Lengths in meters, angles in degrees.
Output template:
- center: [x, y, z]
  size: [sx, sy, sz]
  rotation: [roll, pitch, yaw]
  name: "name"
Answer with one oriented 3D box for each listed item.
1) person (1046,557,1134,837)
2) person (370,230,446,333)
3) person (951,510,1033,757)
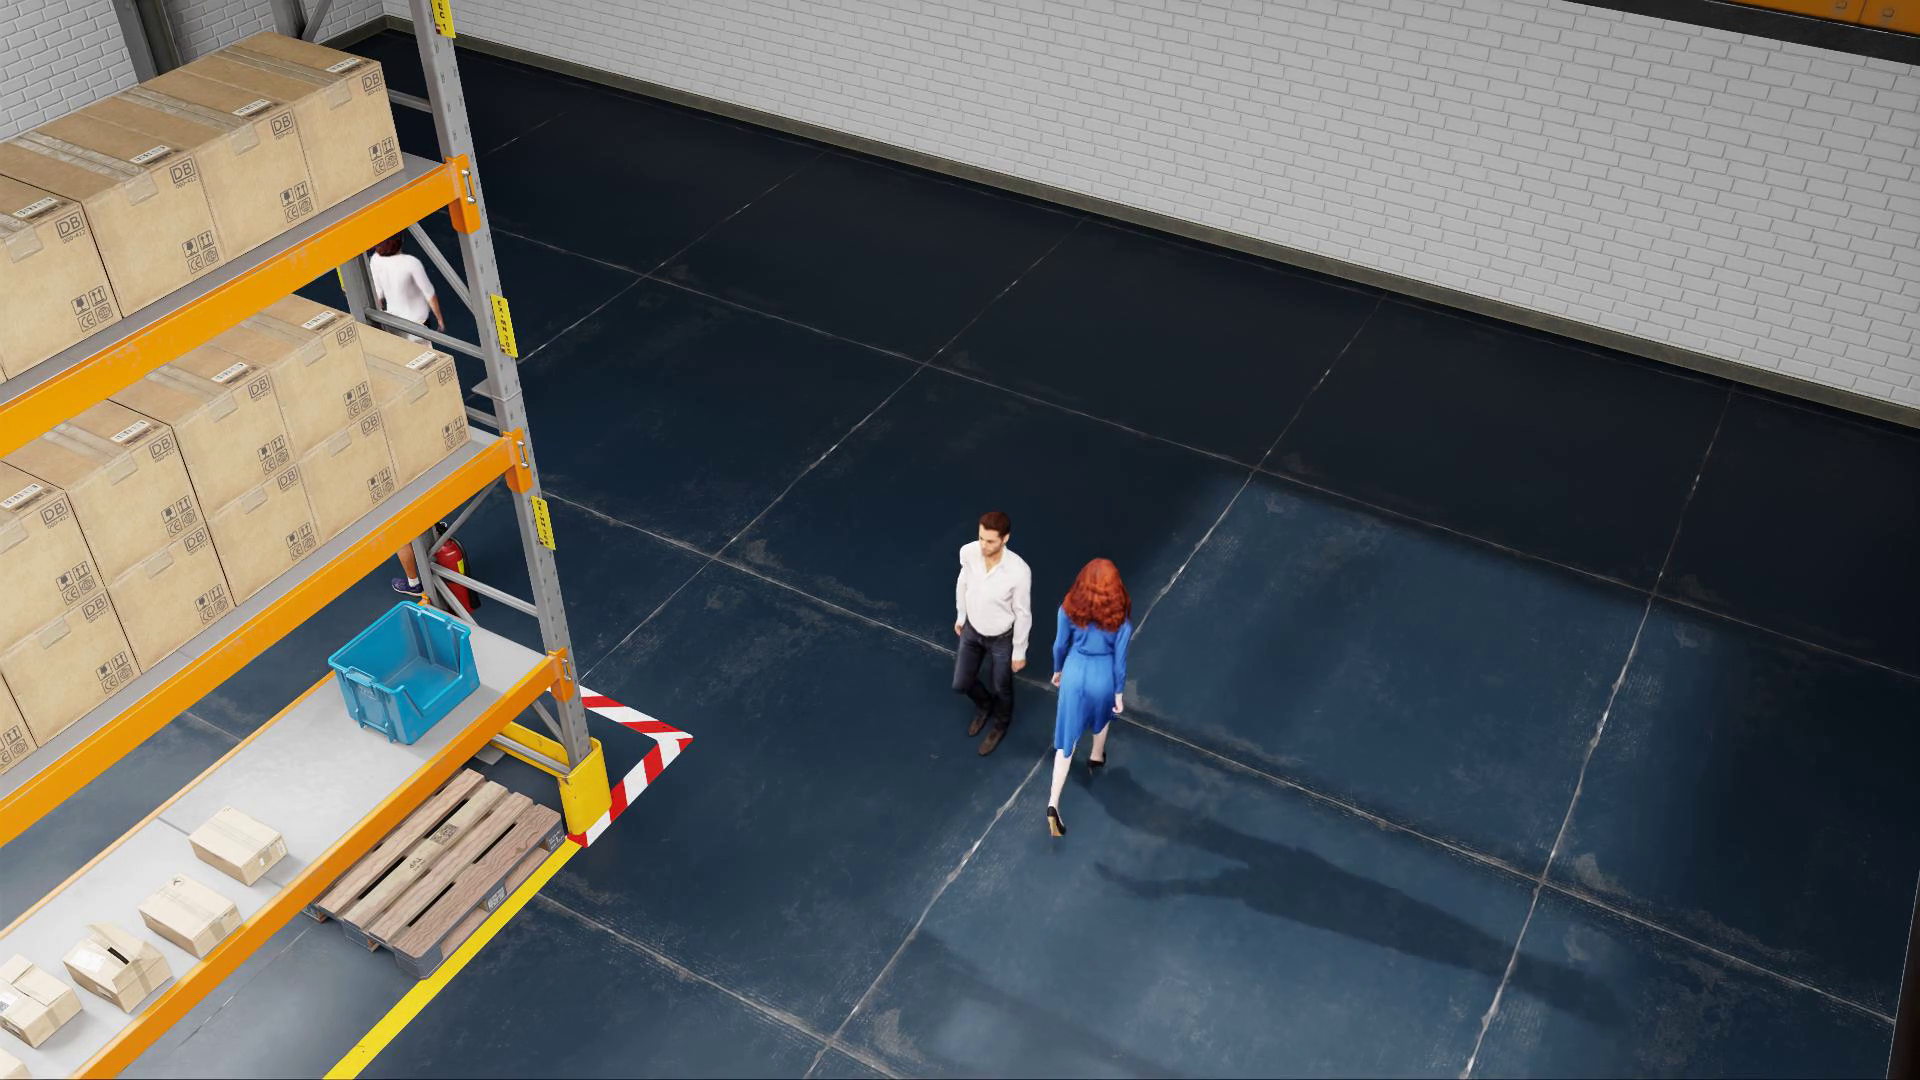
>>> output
- center: [0.708, 0.934, 9.625]
  size: [0.724, 1.791, 1.185]
  rotation: [14, 41, 17]
  name: "person"
- center: [-4.282, -1.603, 12.811]
  size: [0.720, 1.780, 0.726]
  rotation: [9, 39, 11]
  name: "person"
- center: [0.234, 0.516, 10.092]
  size: [0.683, 1.861, 0.606]
  rotation: [21, 43, 24]
  name: "person"
